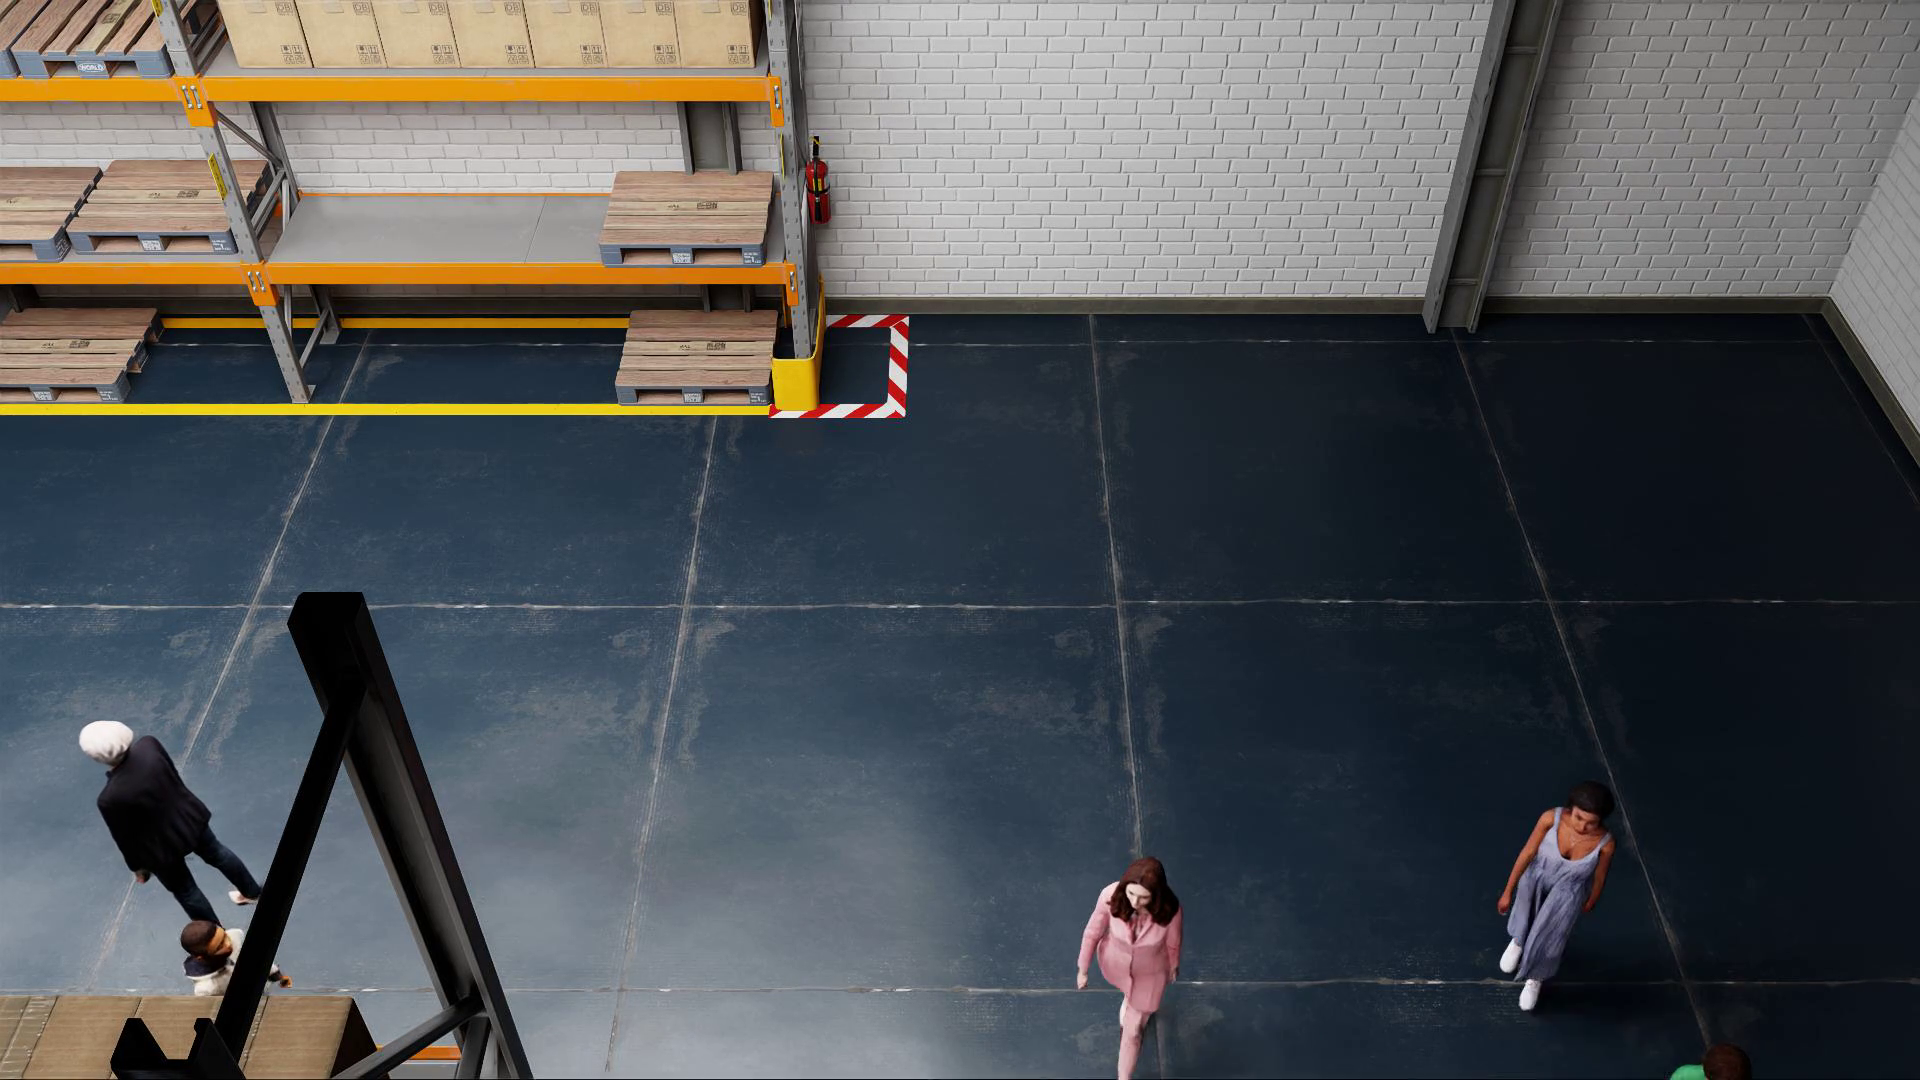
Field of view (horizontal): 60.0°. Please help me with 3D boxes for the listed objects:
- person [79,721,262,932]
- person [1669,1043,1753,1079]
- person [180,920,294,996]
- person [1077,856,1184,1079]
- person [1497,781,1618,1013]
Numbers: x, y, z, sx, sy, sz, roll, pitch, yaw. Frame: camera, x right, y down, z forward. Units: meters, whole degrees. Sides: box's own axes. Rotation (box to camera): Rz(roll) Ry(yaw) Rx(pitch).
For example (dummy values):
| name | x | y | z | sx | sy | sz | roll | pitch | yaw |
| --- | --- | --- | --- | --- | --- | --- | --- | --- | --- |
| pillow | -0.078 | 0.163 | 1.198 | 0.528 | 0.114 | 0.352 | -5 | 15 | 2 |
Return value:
| name | x | y | z | sx | sy | sz | roll | pitch | yaw |
| --- | --- | --- | --- | --- | --- | --- | --- | --- | --- |
| person | -4.005 | 1.454 | 8.477 | 0.706 | 1.776 | 0.807 | 13 | 45 | 14 |
| person | 3.479 | 2.786 | 7.894 | 0.953 | 1.627 | 0.884 | 17 | 46 | 17 |
| person | -3.730 | 2.373 | 8.477 | 0.985 | 1.421 | 0.620 | -2 | 44 | -3 |
| person | 0.904 | 2.107 | 8.519 | 1.147 | 1.749 | 0.956 | 14 | 45 | 14 |
| person | 3.212 | 1.787 | 8.903 | 0.806 | 1.682 | 0.850 | 29 | 51 | 27 |
